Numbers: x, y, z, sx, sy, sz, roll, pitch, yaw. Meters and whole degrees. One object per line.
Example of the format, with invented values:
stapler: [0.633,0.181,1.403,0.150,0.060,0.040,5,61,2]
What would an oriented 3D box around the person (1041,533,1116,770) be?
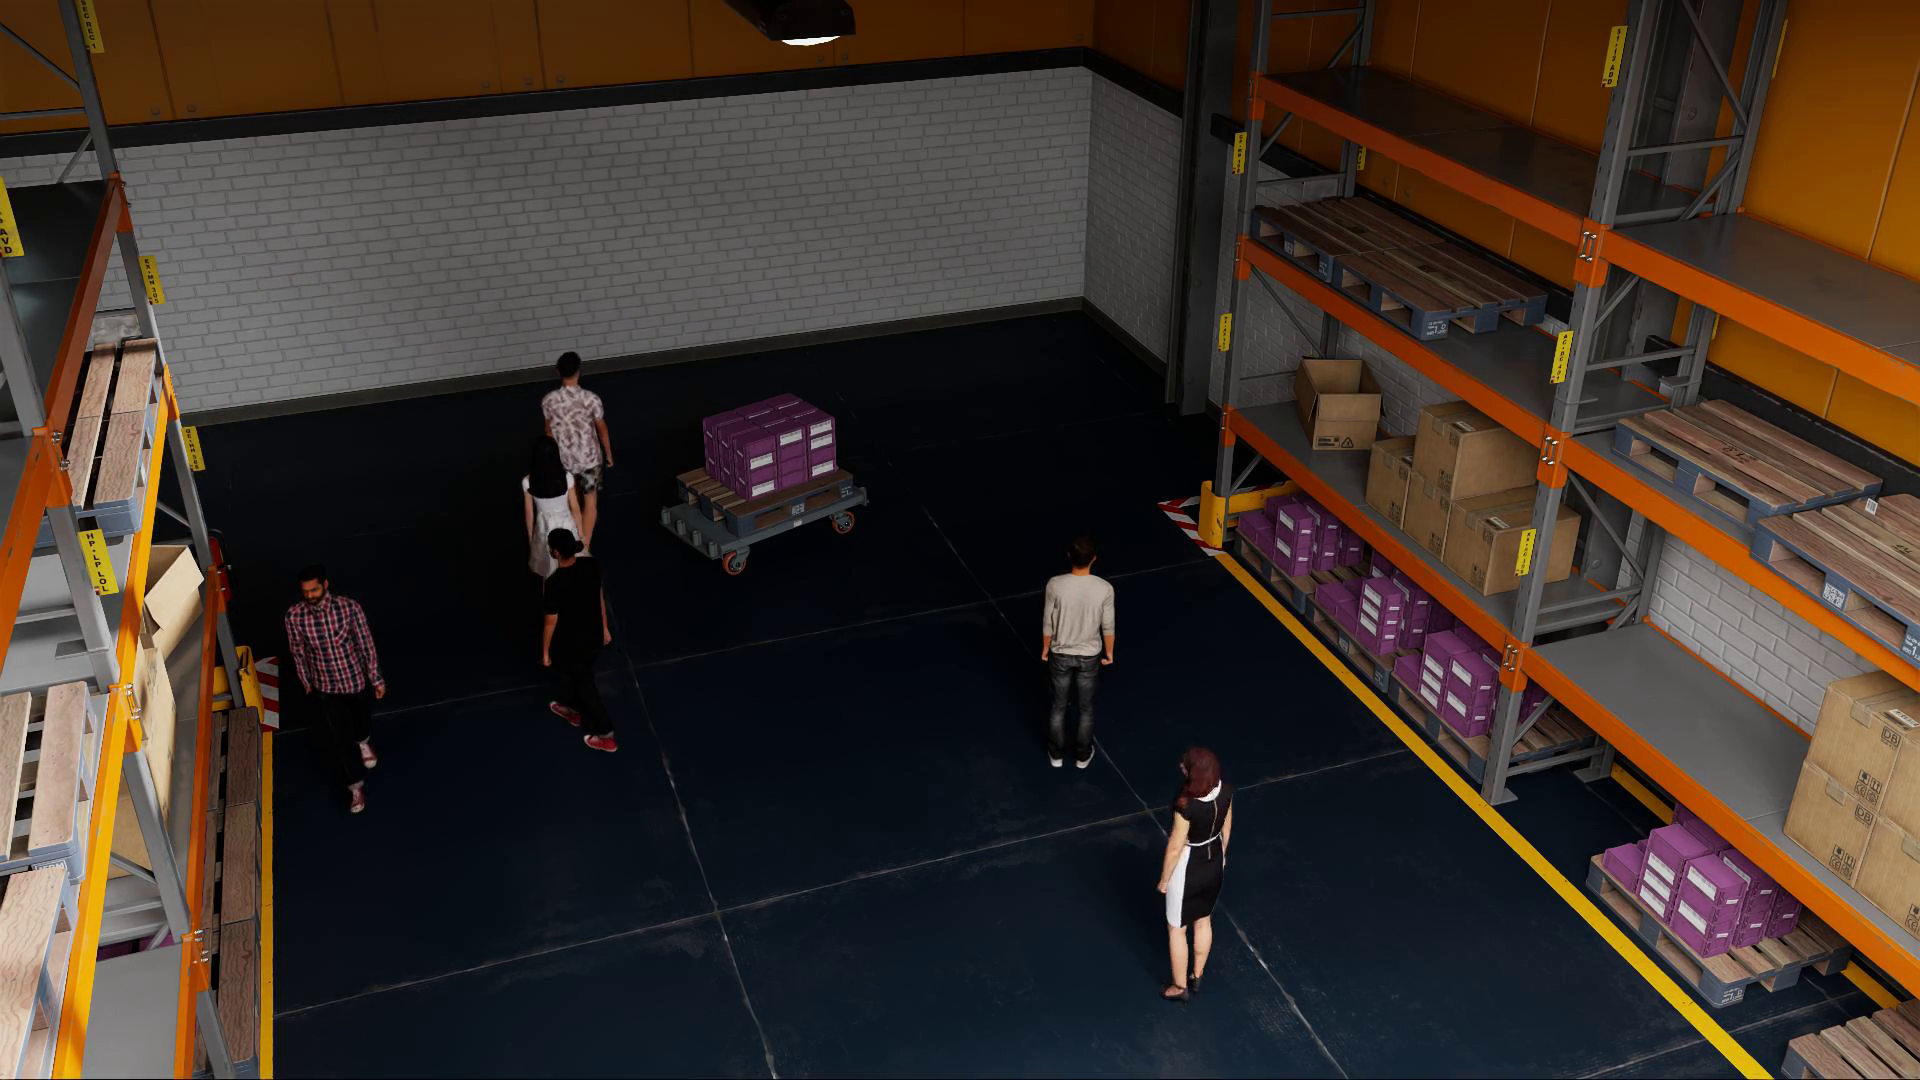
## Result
person: [0.795,0.779,11.438,0.723,1.807,0.688,2,29,4]

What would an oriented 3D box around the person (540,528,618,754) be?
person: [-2.613,0.726,11.611,1.082,1.733,0.991,16,33,27]

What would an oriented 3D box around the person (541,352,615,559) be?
person: [-3.254,-0.688,14.142,0.968,1.792,1.238,1,29,2]

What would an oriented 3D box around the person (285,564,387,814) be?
person: [-4.202,0.905,11.305,0.711,1.712,1.115,-11,31,-20]

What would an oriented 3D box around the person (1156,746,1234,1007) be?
person: [1.330,1.890,9.421,0.648,1.787,0.556,-11,31,-19]

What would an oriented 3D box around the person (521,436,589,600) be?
person: [-3.104,0.059,12.809,0.710,1.757,0.998,-5,29,-9]
